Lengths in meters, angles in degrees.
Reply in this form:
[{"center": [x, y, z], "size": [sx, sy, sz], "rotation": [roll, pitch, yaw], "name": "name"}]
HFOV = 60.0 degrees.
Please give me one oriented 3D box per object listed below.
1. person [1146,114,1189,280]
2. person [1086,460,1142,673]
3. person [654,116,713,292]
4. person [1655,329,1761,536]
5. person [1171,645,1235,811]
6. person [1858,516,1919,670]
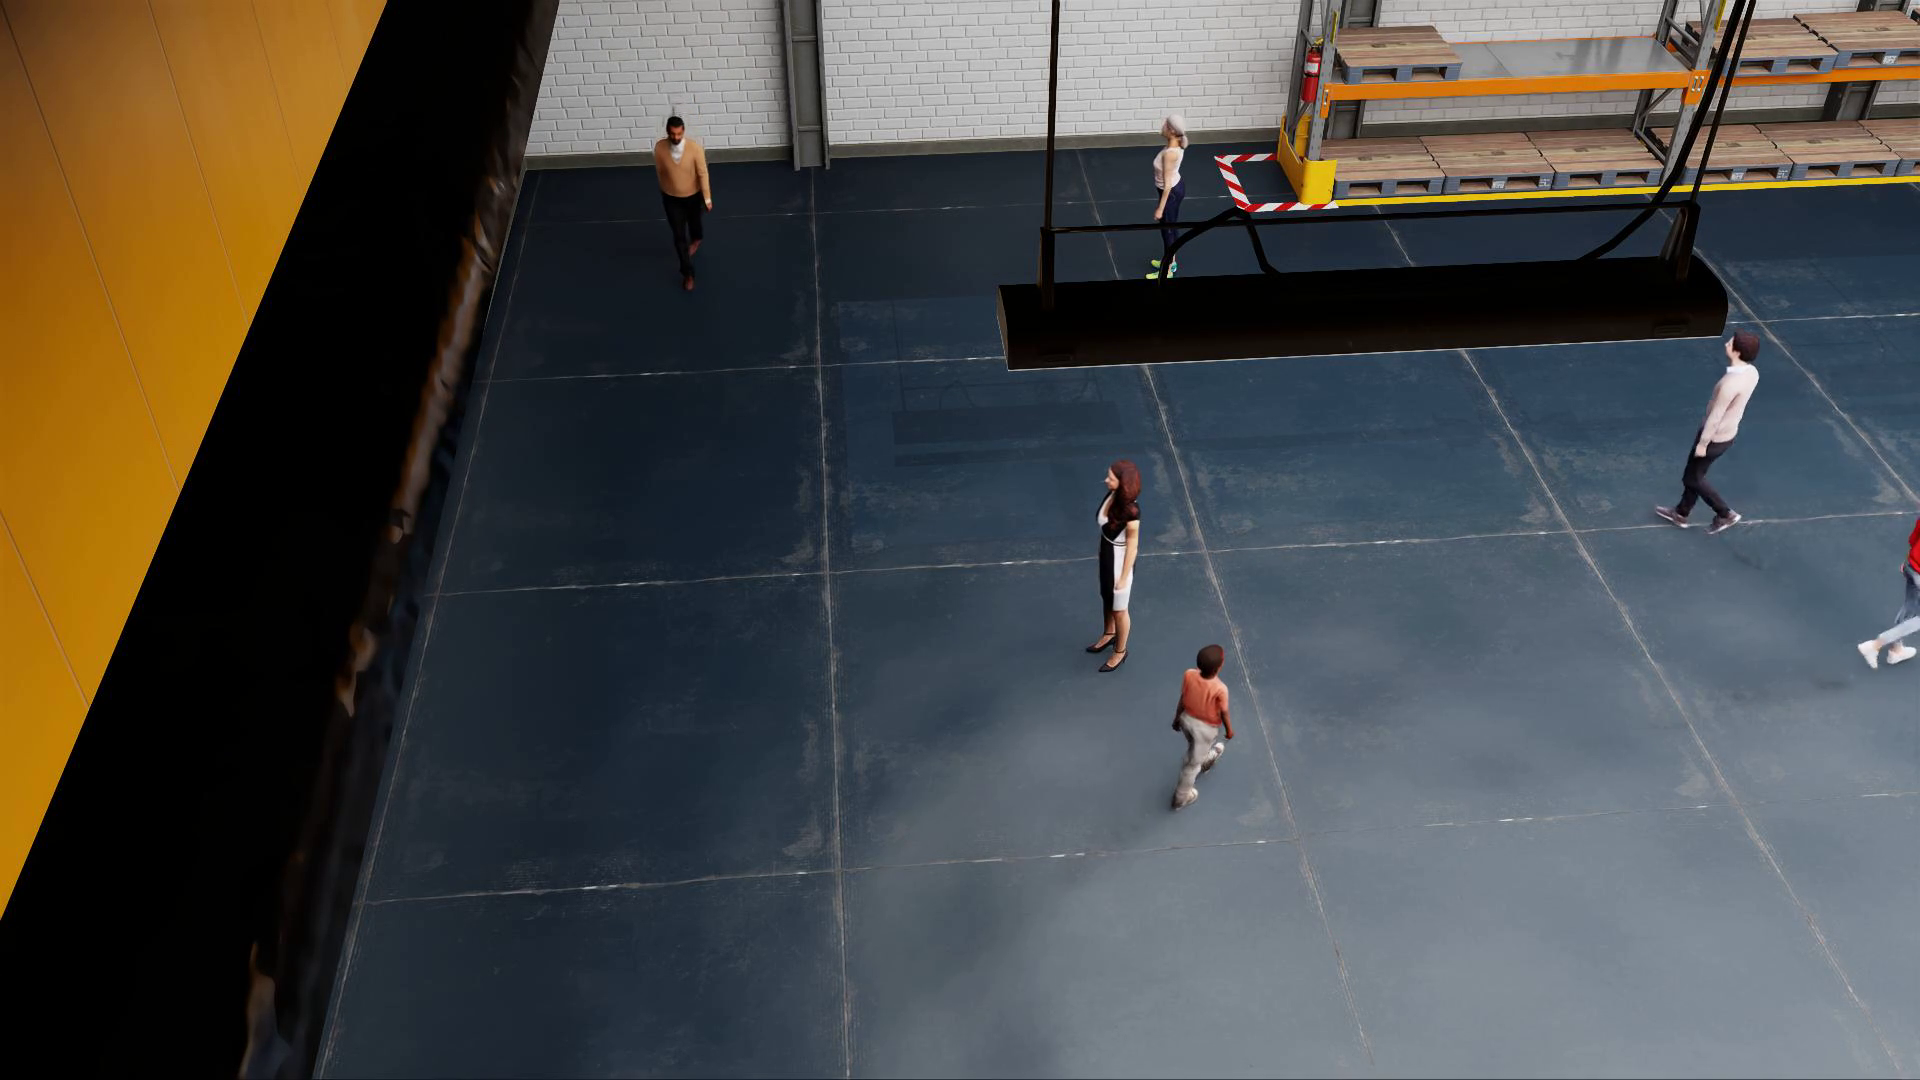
[{"center": [2.040, -3.317, 16.111], "size": [0.658, 1.702, 0.671], "rotation": [11, 40, 14], "name": "person"}, {"center": [1.096, 0.174, 11.665], "size": [0.550, 1.795, 0.618], "rotation": [-11, 40, -13], "name": "person"}, {"center": [-2.697, -3.377, 16.191], "size": [1.129, 1.695, 0.706], "rotation": [-2, 39, -3], "name": "person"}, {"center": [5.907, -0.774, 12.856], "size": [0.984, 1.790, 0.931], "rotation": [30, 47, 32], "name": "person"}, {"center": [1.506, 1.230, 10.752], "size": [0.902, 1.285, 0.803], "rotation": [-32, 48, -33], "name": "person"}, {"center": [6.719, 0.261, 11.634], "size": [0.901, 1.698, 0.725], "rotation": [-11, 40, -13], "name": "person"}]
